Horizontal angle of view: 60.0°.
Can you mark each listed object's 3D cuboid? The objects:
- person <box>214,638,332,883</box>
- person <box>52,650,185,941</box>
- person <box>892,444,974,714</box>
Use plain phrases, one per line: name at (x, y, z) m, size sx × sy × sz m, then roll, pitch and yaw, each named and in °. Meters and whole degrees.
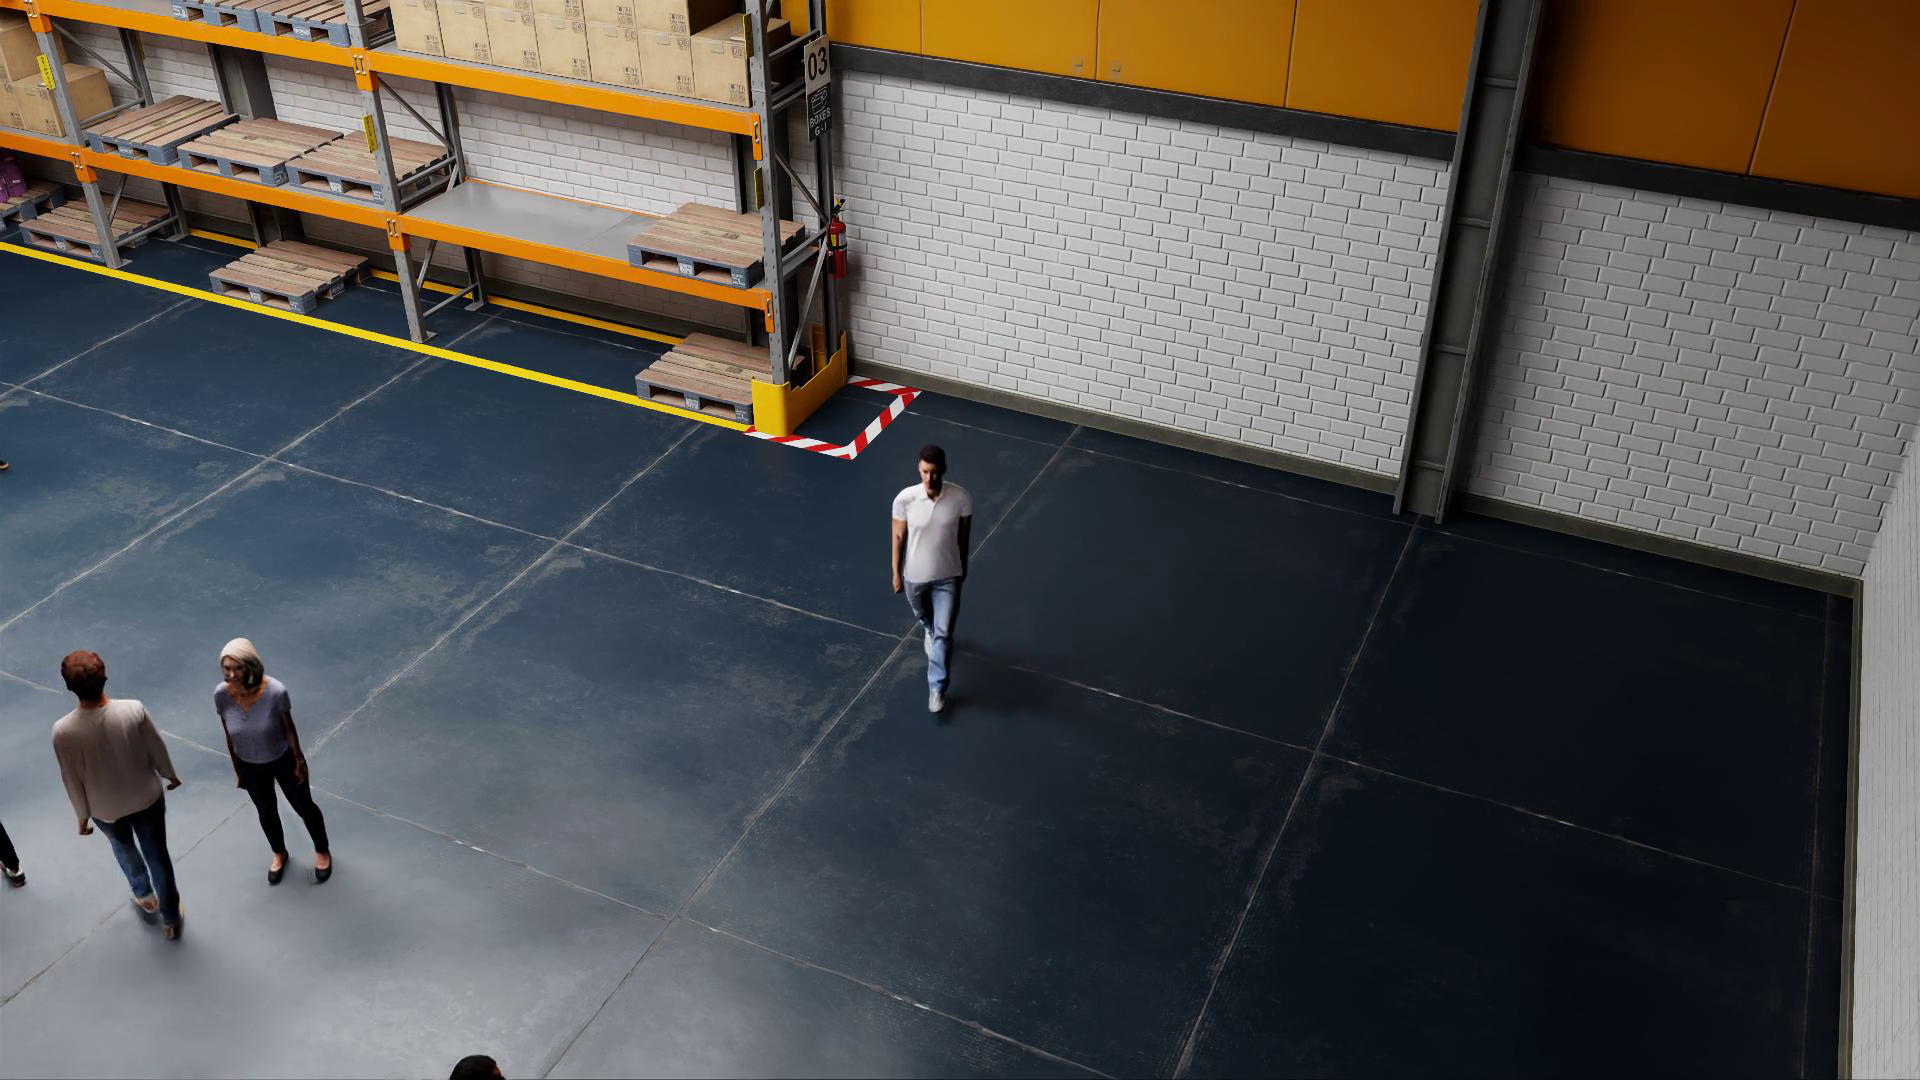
person at (-3.966, 1.256, 9.561) m, size 0.594 × 1.719 × 0.699 m, roll -2°, pitch 34°, yaw -3°
person at (-4.547, 1.470, 9.089) m, size 0.889 × 1.885 × 0.945 m, roll -16°, pitch 37°, yaw -23°
person at (-0.177, 0.156, 11.122) m, size 1.217 × 1.824 × 1.011 m, roll 3°, pitch 34°, yaw 5°
